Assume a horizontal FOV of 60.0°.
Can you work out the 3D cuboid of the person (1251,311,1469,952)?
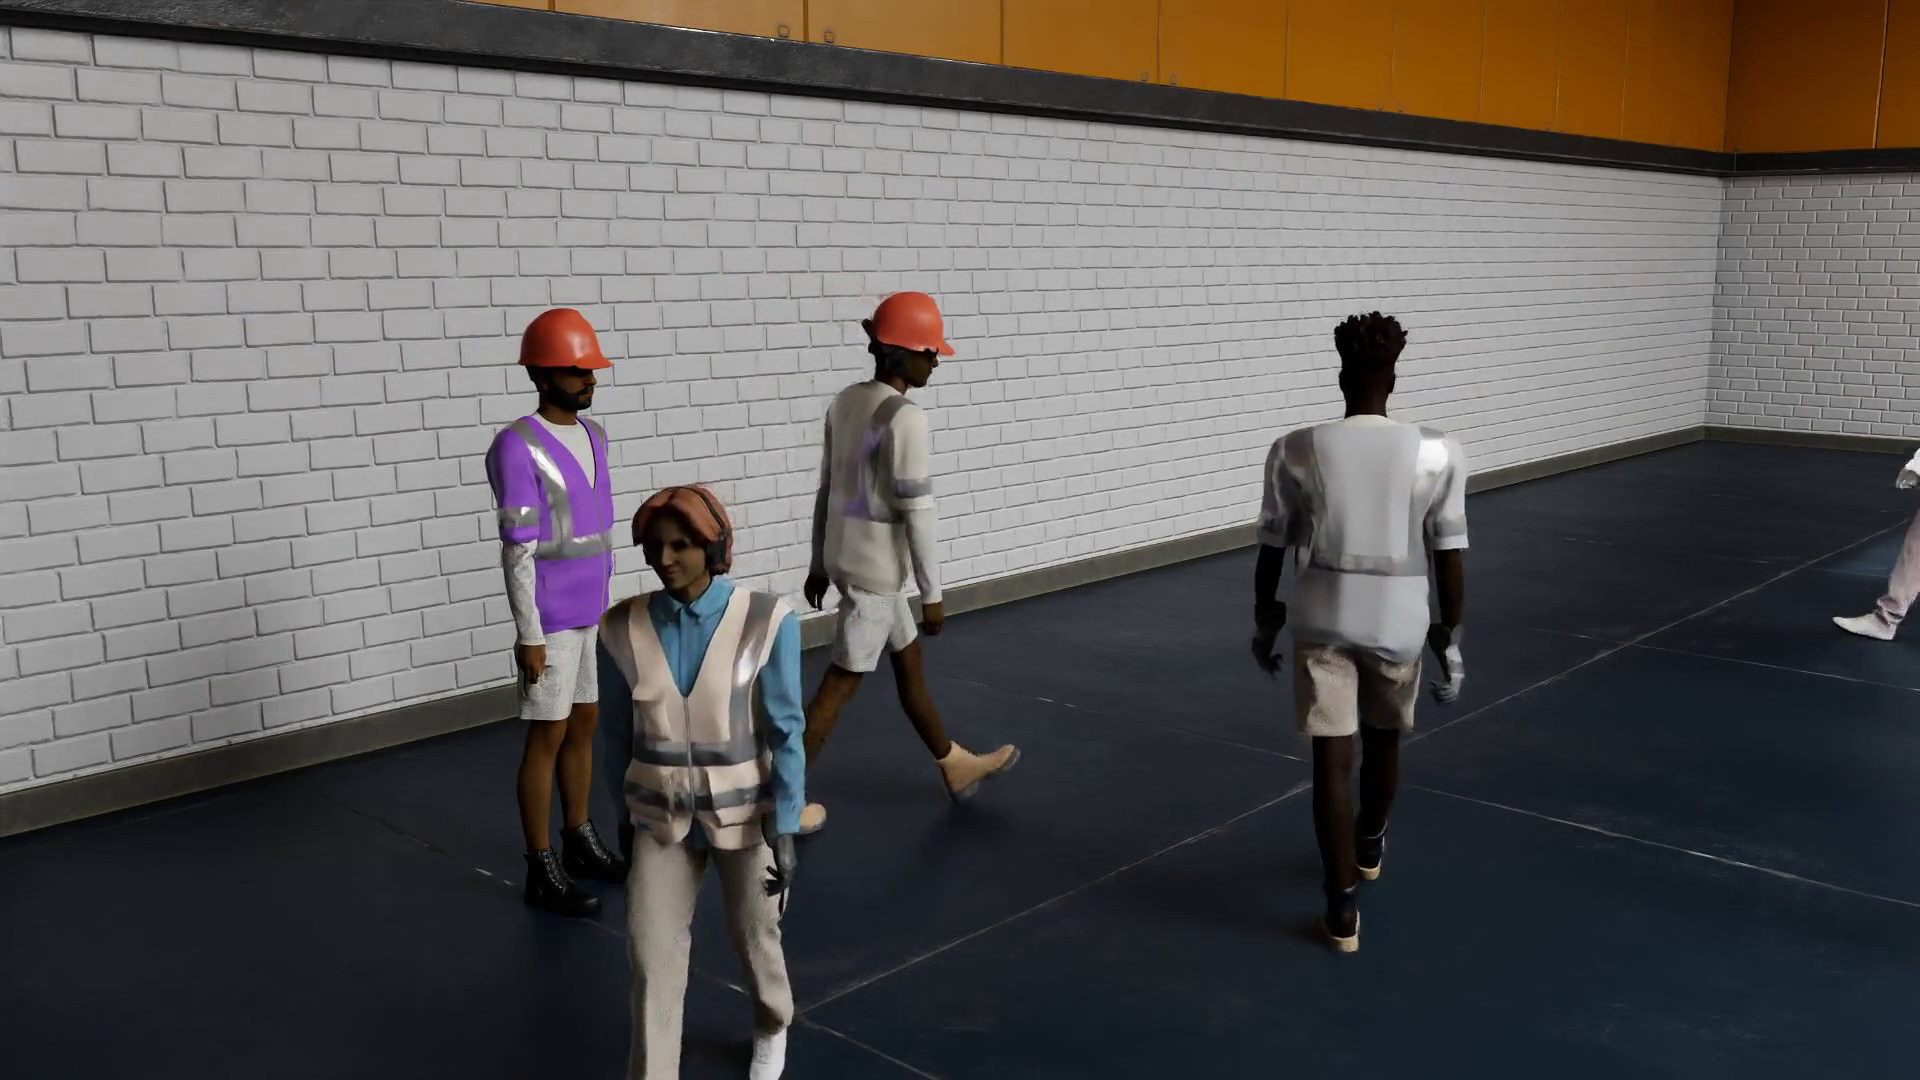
[{"bbox_3d":[1.251,0.245,5.297,0.636,1.923,0.941,1,10,8],"label":"person"}]

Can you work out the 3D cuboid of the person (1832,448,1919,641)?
[{"bbox_3d":[5.346,-0.334,8.845,1.026,1.853,0.639,7,12,33],"label":"person"}]

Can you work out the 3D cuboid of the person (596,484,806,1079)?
[{"bbox_3d":[-0.593,0.651,3.925,0.513,1.603,0.828,1,10,6],"label":"person"}]

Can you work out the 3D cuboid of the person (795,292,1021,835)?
[{"bbox_3d":[-0.281,0.092,6.055,1.090,1.970,0.661,-5,11,-26],"label":"person"}]

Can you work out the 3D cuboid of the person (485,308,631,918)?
[{"bbox_3d":[-1.258,0.229,5.373,0.361,1.938,0.545,3,10,18],"label":"person"}]
